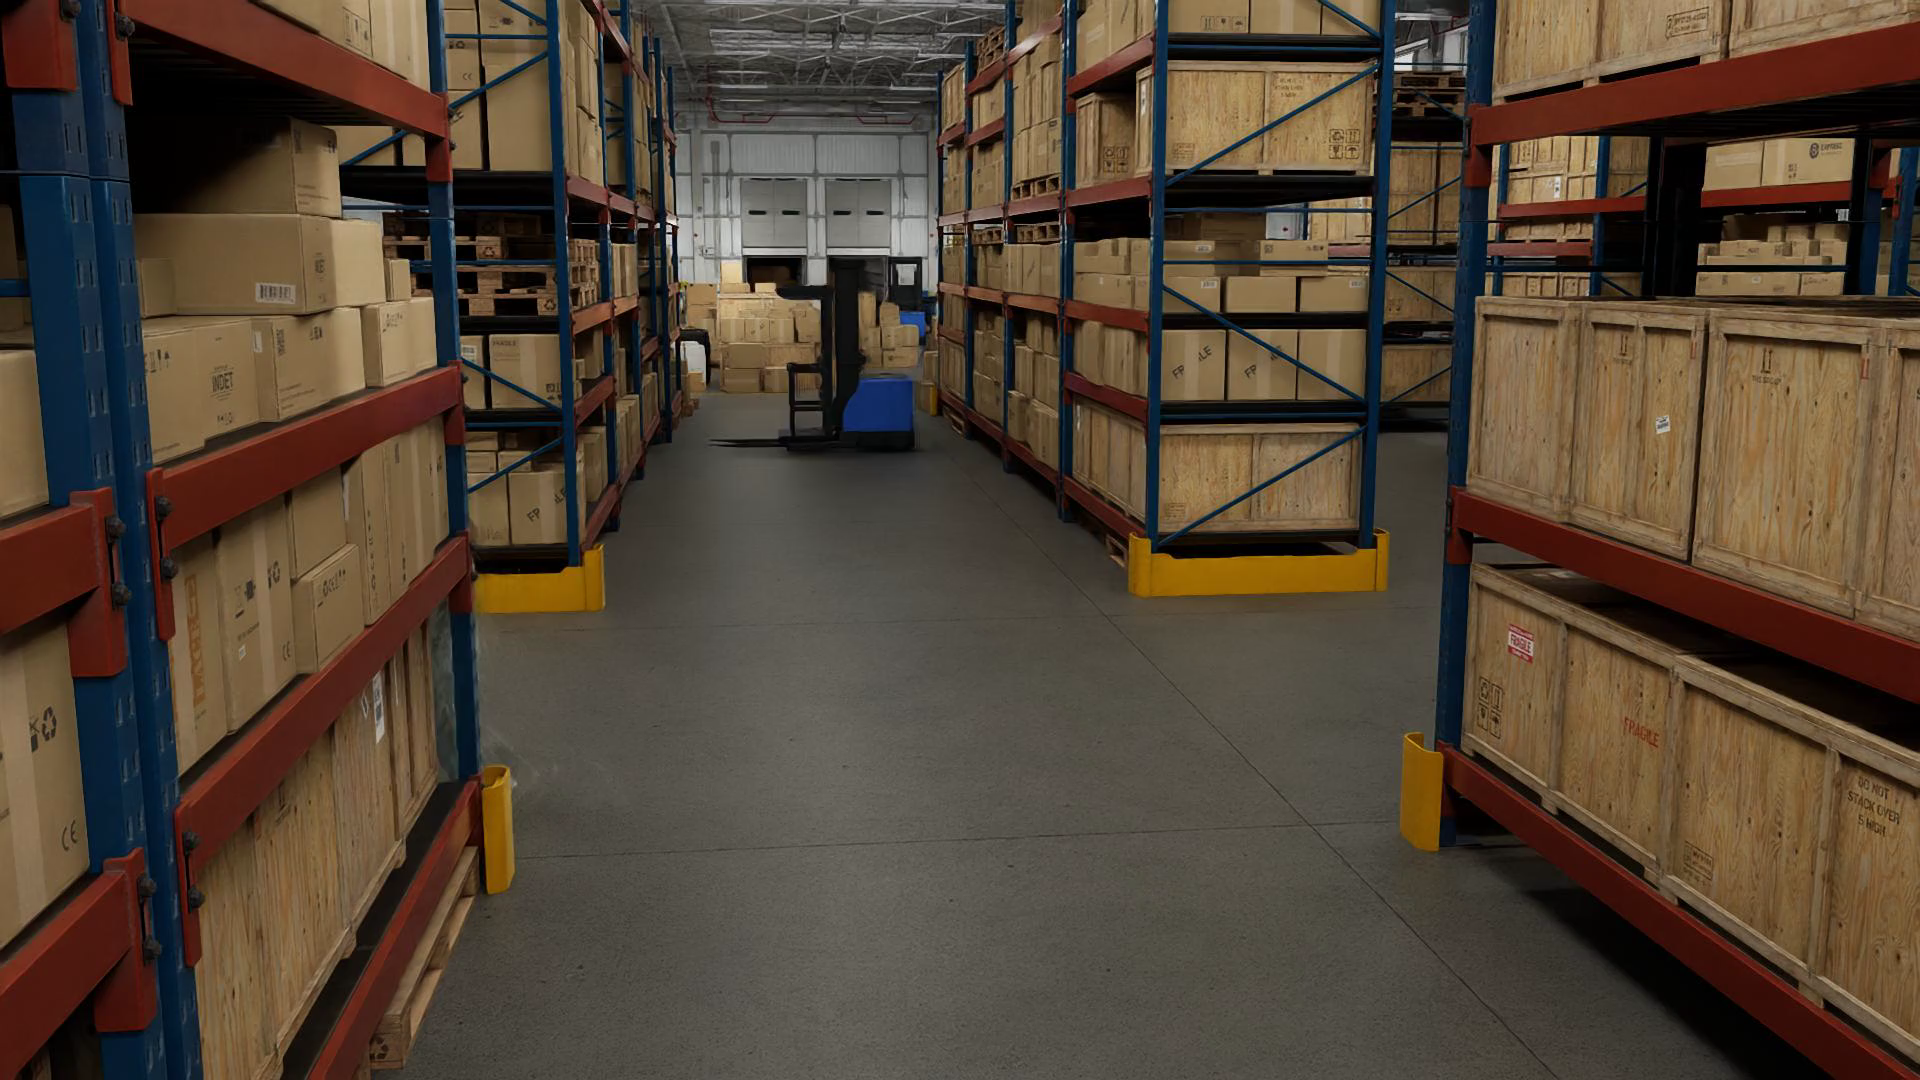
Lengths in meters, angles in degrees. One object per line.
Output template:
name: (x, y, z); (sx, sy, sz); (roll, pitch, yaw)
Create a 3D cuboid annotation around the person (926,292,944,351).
person: (-0.525, -5.835, 45.337); (0.764, 1.922, 0.639); (2, 10, 12)

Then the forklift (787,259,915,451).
forklift: (-1.650, -2.756, 24.608); (1.873, 2.768, 1.129); (-1, 10, -7)

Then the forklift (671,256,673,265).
forklift: (-10.987, -9.066, 61.344); (1.129, 2.768, 1.873); (-1, 10, -7)

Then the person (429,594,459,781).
person: (-2.597, 0.616, 8.346); (0.415, 1.729, 0.494); (-1, 10, -7)

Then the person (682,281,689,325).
person: (-9.891, -8.430, 60.423); (0.384, 1.924, 0.589); (7, 12, 35)

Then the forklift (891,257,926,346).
forklift: (-1.692, -7.555, 52.548); (1.129, 2.768, 1.873); (-1, 10, -7)
